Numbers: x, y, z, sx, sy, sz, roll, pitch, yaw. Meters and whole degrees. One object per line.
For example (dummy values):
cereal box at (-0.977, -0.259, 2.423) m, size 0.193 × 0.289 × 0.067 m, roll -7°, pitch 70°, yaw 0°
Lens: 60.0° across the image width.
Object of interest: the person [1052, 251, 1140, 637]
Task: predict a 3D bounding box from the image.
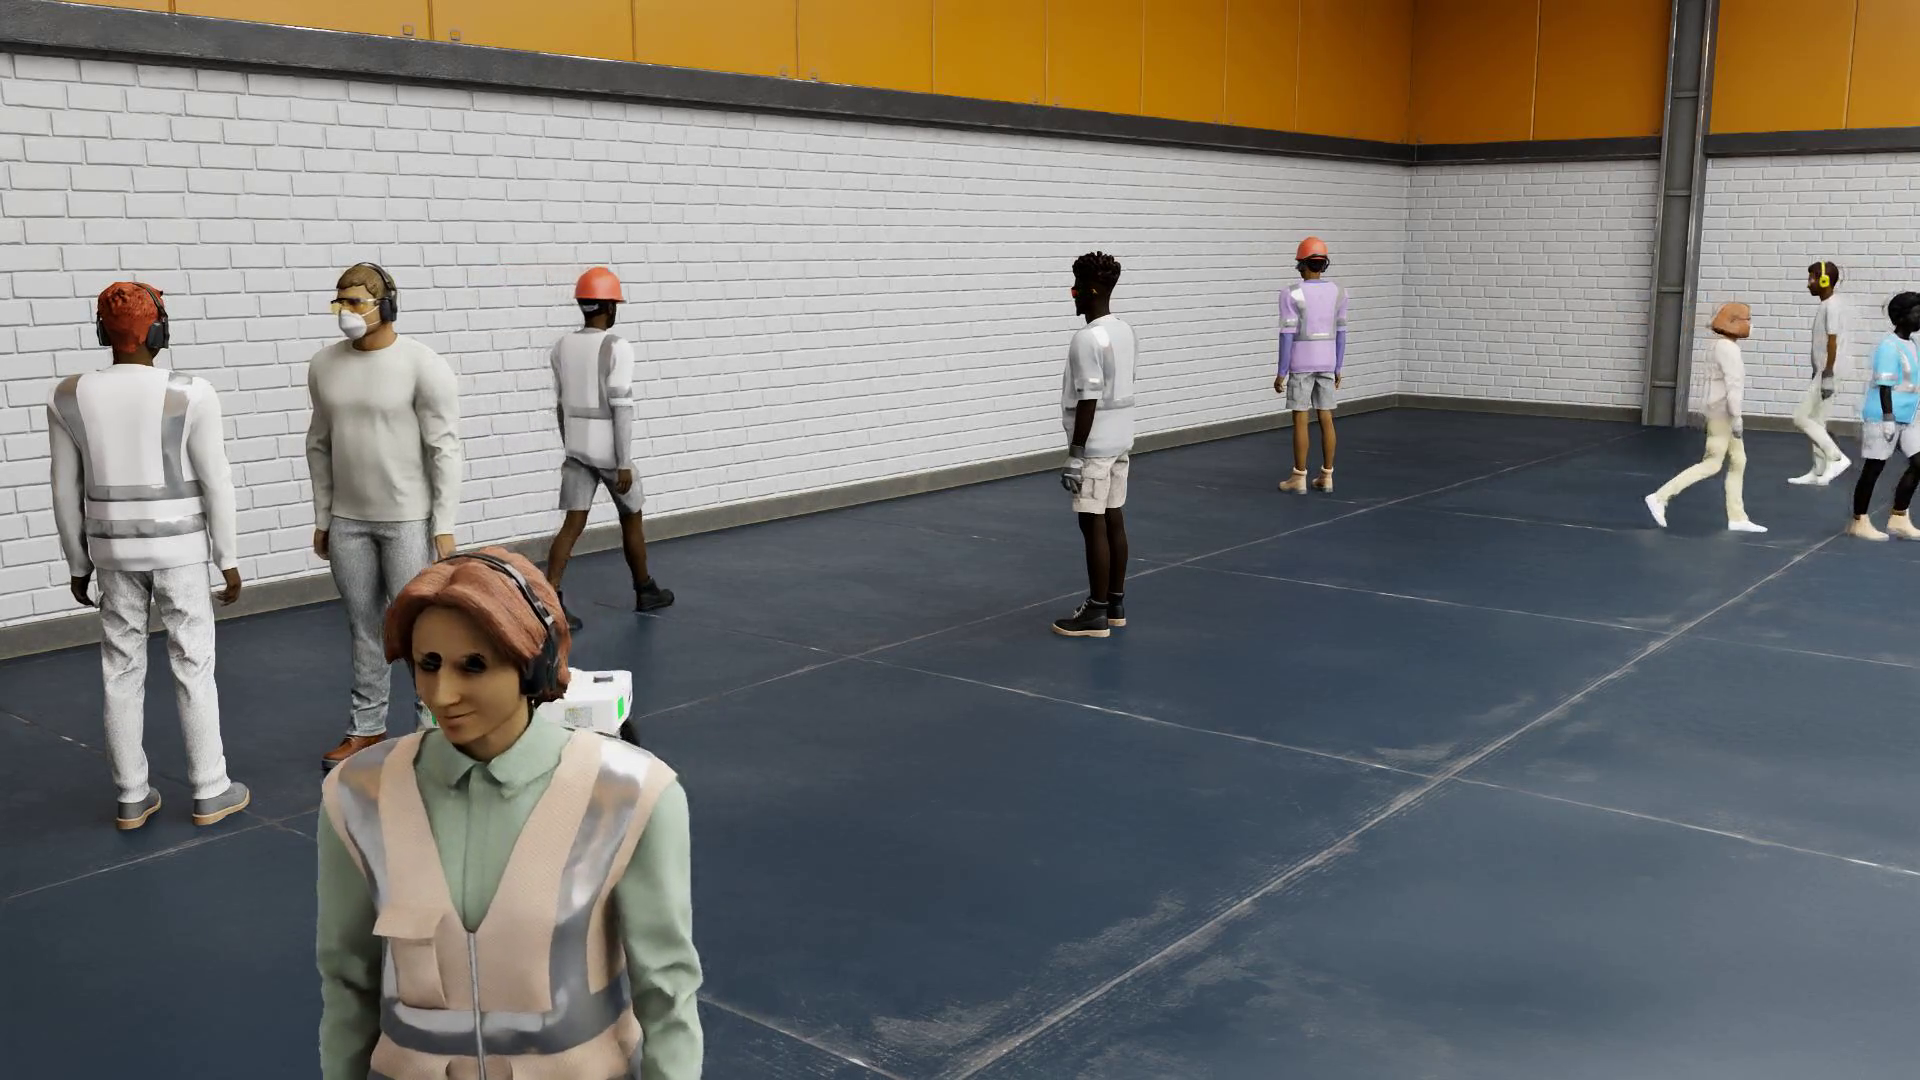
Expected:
person at (0.697, -0.486, 8.531) m, size 0.368 × 1.966 × 0.602 m, roll 5°, pitch 11°, yaw 27°

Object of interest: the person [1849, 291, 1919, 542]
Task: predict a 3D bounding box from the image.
person at (6.274, -0.805, 11.069) m, size 0.557 × 1.674 × 0.561 m, roll -8°, pitch 13°, yaw -39°

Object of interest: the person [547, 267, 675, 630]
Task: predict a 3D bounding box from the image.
person at (-1.919, -0.480, 8.735) m, size 0.565 × 1.889 × 1.007 m, roll 5°, pitch 12°, yaw 27°

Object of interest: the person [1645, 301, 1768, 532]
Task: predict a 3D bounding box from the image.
person at (5.233, -0.851, 11.544) m, size 0.743 × 1.609 × 0.500 m, roll 4°, pitch 11°, yaw 23°

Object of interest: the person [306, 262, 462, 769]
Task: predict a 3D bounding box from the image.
person at (-2.181, -0.071, 6.308) m, size 0.628 × 1.940 × 0.378 m, roll 3°, pitch 11°, yaw 17°

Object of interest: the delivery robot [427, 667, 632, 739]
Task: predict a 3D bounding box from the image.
delivery robot at (-1.562, 0.618, 6.066) m, size 0.707 × 0.478 × 0.477 m, roll -1°, pitch 10°, yaw -8°

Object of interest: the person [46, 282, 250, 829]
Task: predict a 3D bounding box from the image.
person at (-2.773, 0.063, 5.718) m, size 0.582 × 1.882 × 0.351 m, roll -1°, pitch 10°, yaw -6°

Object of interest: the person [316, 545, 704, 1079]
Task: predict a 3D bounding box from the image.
person at (-0.595, 0.817, 2.228) m, size 0.533 × 1.636 × 0.345 m, roll 1°, pitch 10°, yaw 4°

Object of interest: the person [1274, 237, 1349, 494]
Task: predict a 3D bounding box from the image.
person at (2.791, -1.387, 13.309) m, size 0.605 × 2.045 × 0.388 m, roll -3°, pitch 11°, yaw -18°

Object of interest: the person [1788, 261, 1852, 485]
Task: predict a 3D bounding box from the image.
person at (7.060, -1.352, 13.654) m, size 0.406 × 1.846 × 0.544 m, roll 5°, pitch 11°, yaw 24°
